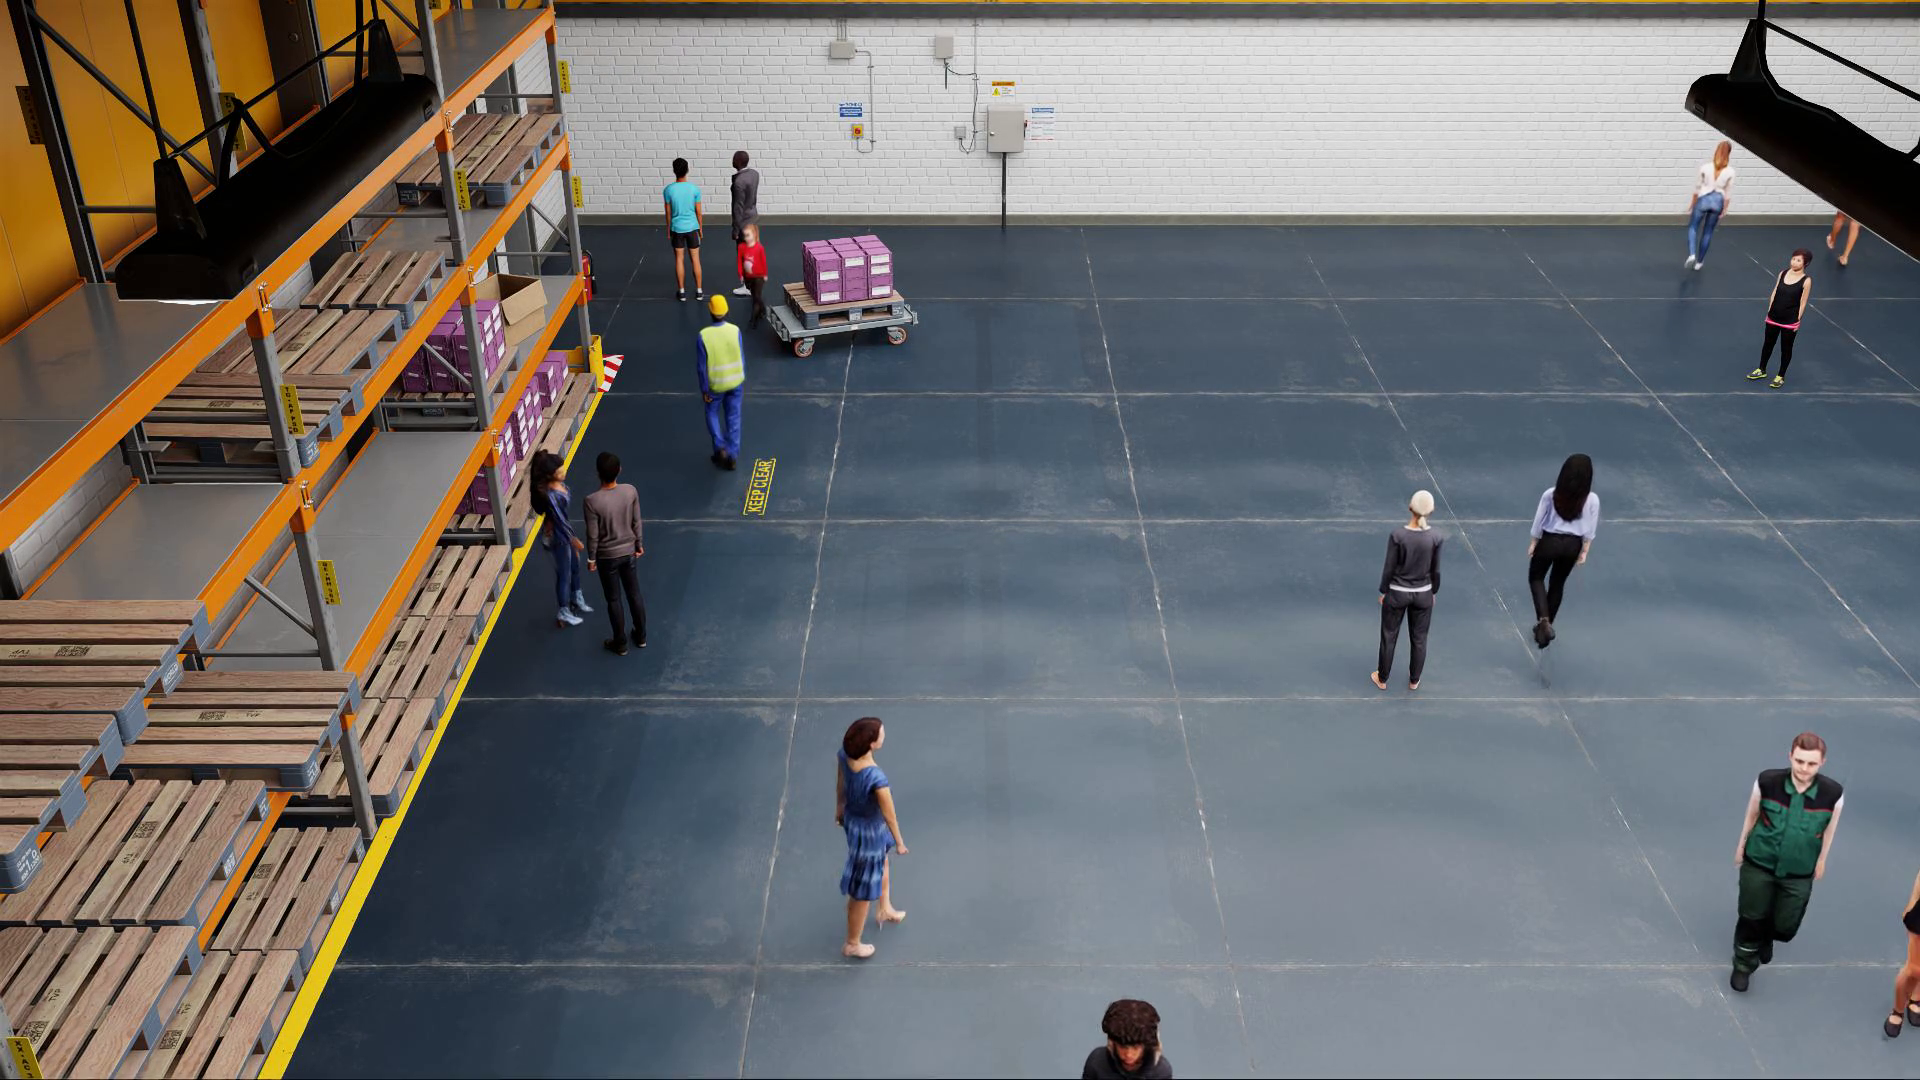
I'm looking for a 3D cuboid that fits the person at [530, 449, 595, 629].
[{"bbox_3d":[-3.350,0.009,13.729,0.705,1.621,0.604,-9,30,-16],"label":"person"}]

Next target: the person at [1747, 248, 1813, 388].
[{"bbox_3d":[9.111,-2.476,18.360,0.681,1.548,0.595,-18,33,-29],"label":"person"}]

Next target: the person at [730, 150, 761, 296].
[{"bbox_3d":[-2.680,-3.983,20.842,0.843,1.818,0.655,9,30,15],"label":"person"}]

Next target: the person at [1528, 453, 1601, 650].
[{"bbox_3d":[4.818,0.136,13.378,0.706,1.734,0.876,3,29,6],"label":"person"}]

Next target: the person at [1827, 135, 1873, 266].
[{"bbox_3d":[11.775,-4.424,21.831,0.781,1.644,1.166,8,30,14],"label":"person"}]

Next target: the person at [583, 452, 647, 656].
[{"bbox_3d":[-2.772,0.107,13.397,0.714,1.767,0.737,-14,31,-23],"label":"person"}]

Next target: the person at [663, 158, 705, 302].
[{"bbox_3d":[-3.417,-3.849,20.642,0.652,1.773,0.589,-6,29,-12],"label":"person"}]

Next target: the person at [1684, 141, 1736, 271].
[{"bbox_3d":[9.680,-4.291,21.514,0.794,1.714,0.910,11,30,19],"label":"person"}]

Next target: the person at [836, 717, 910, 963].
[{"bbox_3d":[-0.644,1.872,10.142,0.957,1.784,0.920,-18,34,-30],"label":"person"}]

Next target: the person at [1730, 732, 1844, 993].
[{"bbox_3d":[4.955,1.900,10.041,0.804,1.833,0.880,12,31,20],"label":"person"}]

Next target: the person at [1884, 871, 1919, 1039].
[{"bbox_3d":[5.790,2.150,9.760,0.665,1.663,0.728,10,30,17],"label":"person"}]

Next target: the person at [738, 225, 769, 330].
[{"bbox_3d":[-2.444,-3.190,19.987,0.641,1.243,0.998,5,29,9],"label":"person"}]

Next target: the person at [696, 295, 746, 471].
[{"bbox_3d":[-2.307,-1.516,16.335,0.754,1.802,0.750,-10,30,-18],"label":"person"}]

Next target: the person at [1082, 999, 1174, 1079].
[{"bbox_3d":[0.797,2.950,8.172,0.612,1.779,0.576,-1,29,-1],"label":"person"}]

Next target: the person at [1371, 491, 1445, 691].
[{"bbox_3d":[3.491,0.393,12.915,0.612,1.726,0.527,2,29,3],"label":"person"}]
